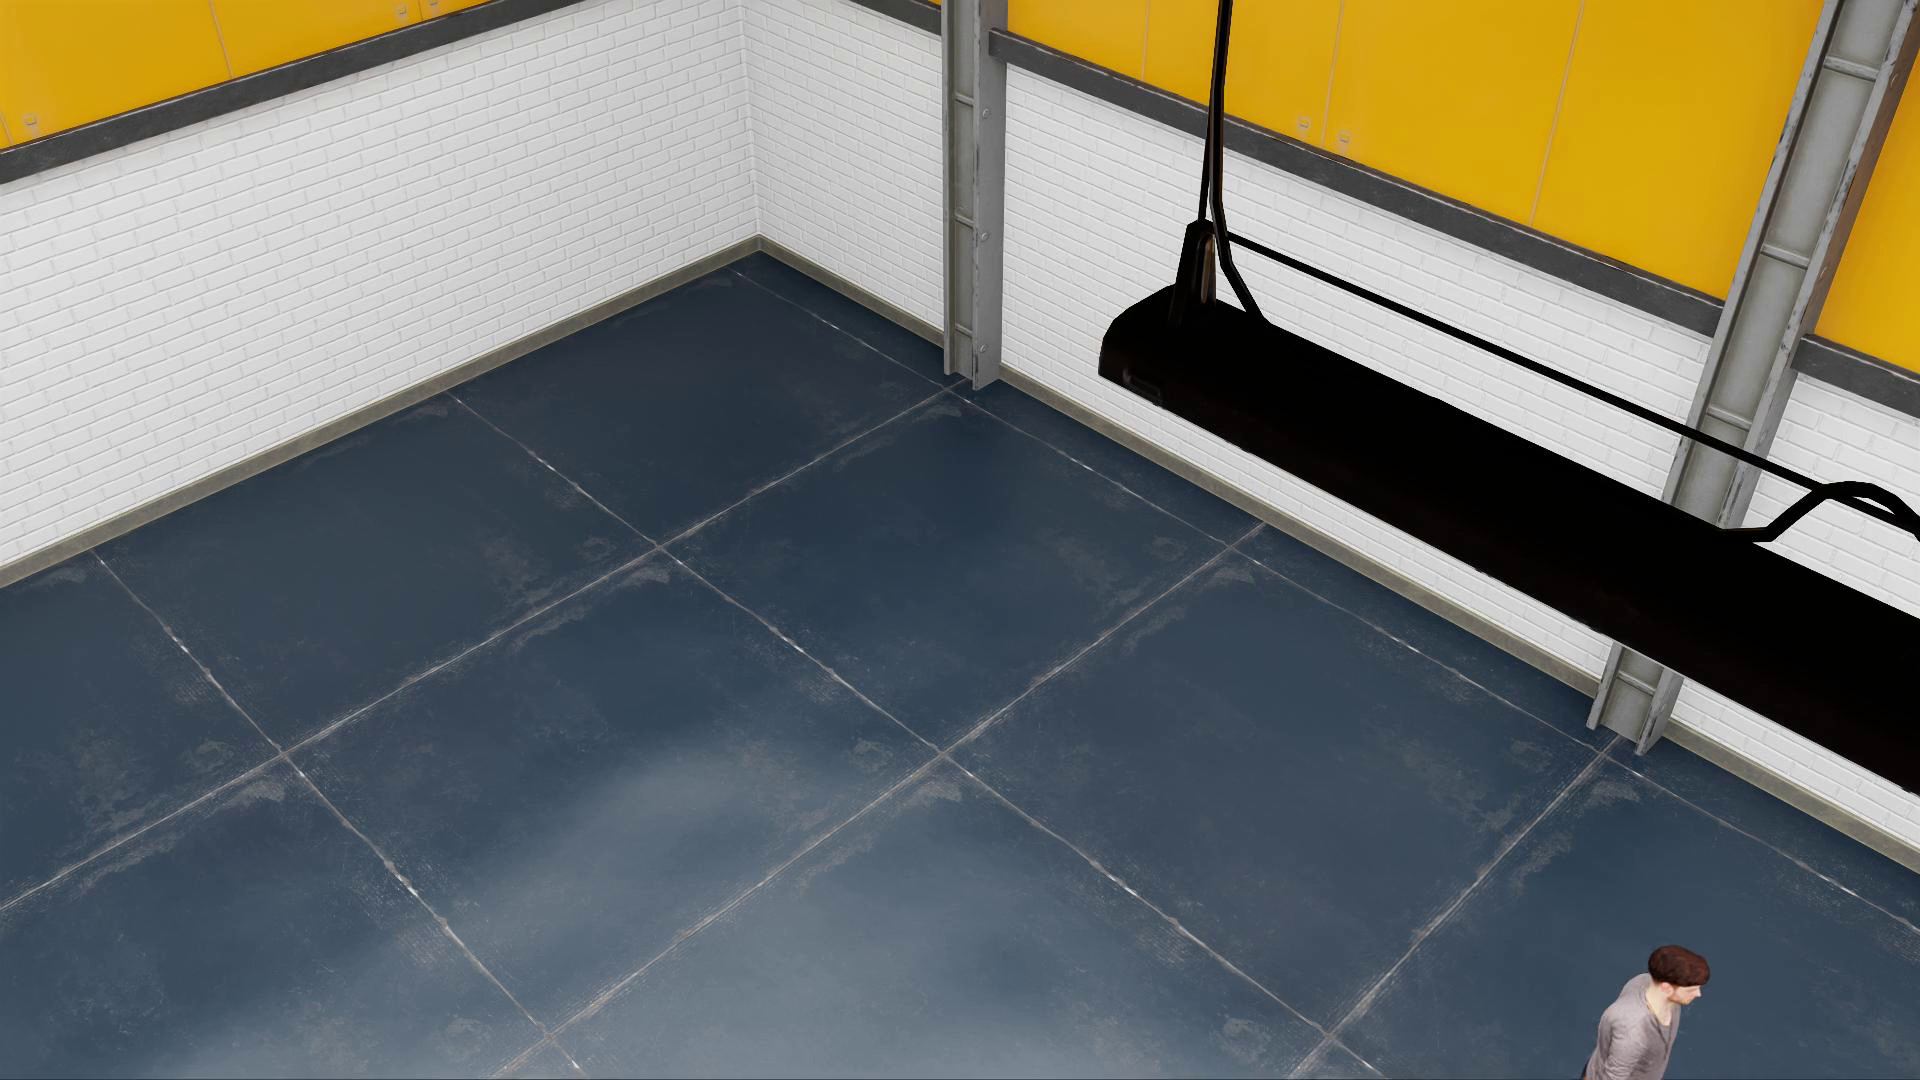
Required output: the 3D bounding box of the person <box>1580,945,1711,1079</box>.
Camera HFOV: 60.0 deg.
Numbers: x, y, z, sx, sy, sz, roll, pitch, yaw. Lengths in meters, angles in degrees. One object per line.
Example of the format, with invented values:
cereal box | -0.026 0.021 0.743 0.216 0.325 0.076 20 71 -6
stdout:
person | 2.985 2.501 7.769 0.832 1.890 0.709 30 48 32
